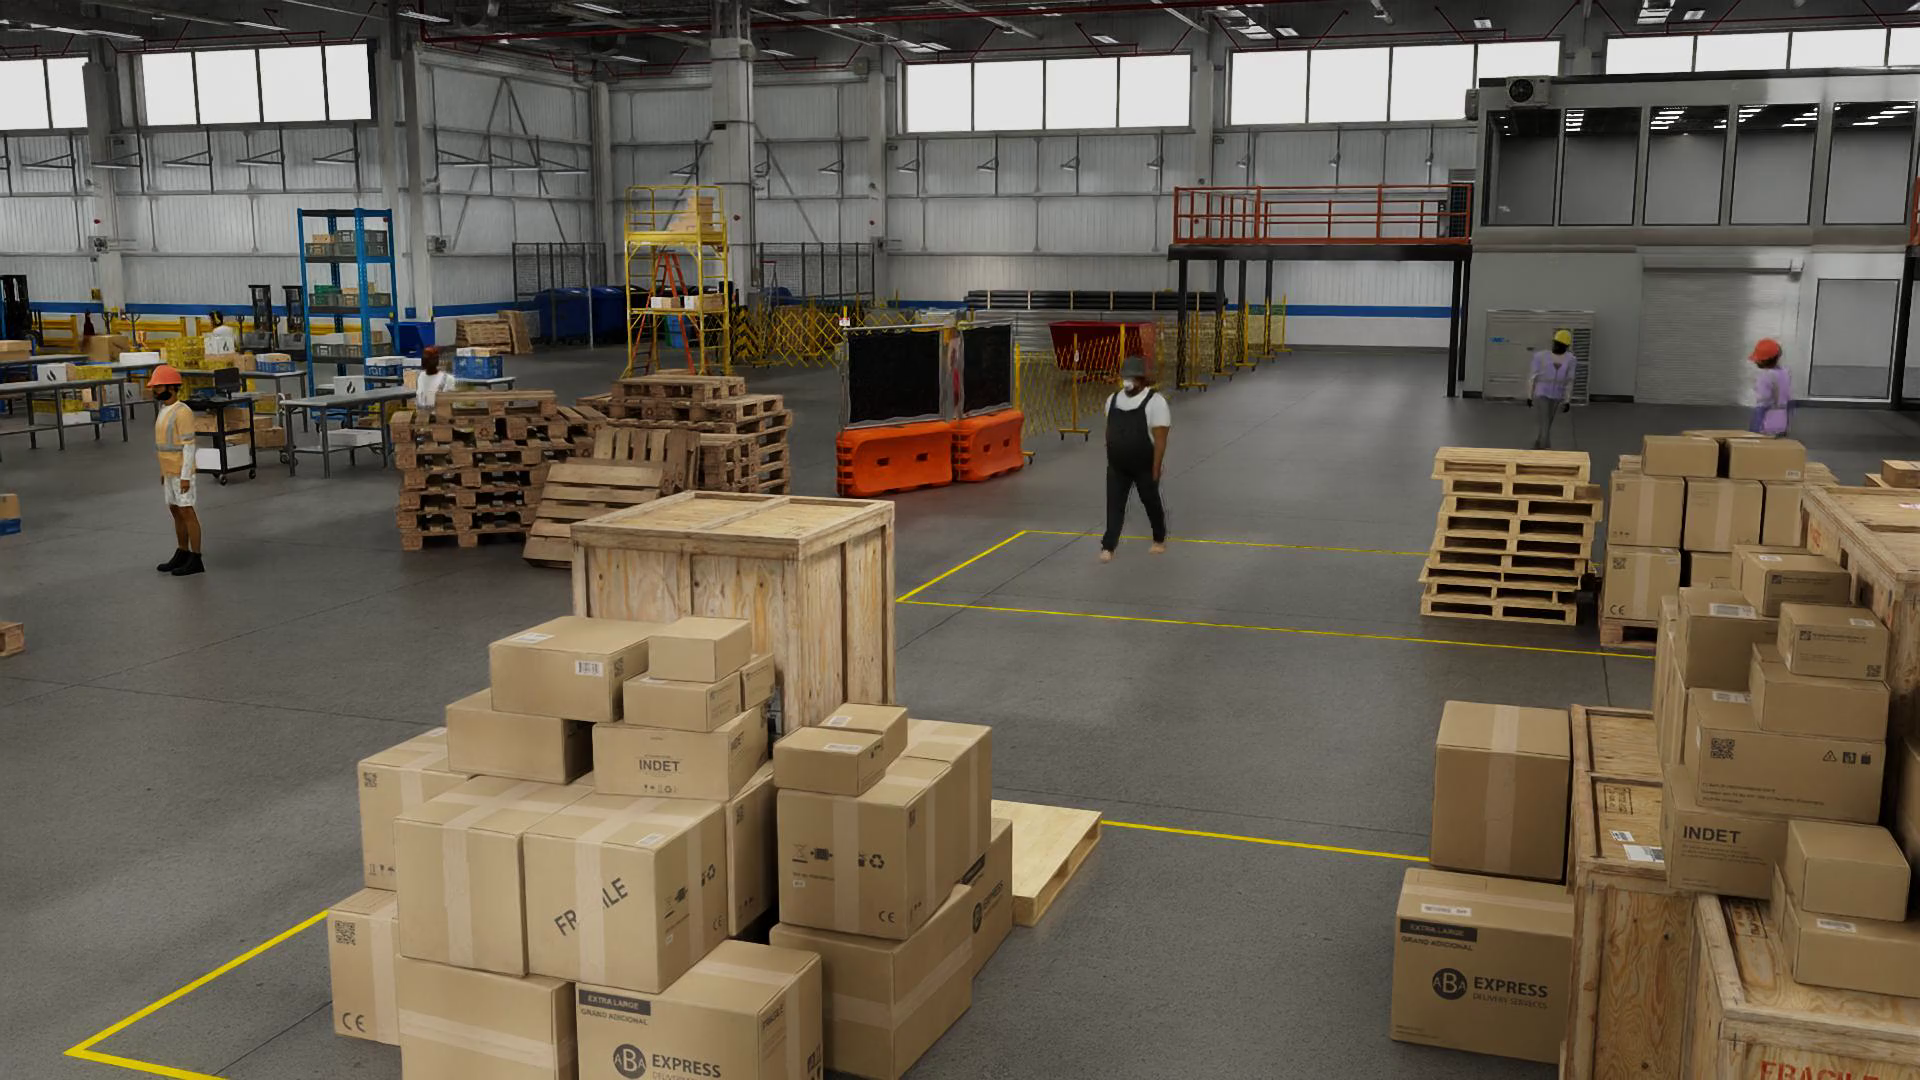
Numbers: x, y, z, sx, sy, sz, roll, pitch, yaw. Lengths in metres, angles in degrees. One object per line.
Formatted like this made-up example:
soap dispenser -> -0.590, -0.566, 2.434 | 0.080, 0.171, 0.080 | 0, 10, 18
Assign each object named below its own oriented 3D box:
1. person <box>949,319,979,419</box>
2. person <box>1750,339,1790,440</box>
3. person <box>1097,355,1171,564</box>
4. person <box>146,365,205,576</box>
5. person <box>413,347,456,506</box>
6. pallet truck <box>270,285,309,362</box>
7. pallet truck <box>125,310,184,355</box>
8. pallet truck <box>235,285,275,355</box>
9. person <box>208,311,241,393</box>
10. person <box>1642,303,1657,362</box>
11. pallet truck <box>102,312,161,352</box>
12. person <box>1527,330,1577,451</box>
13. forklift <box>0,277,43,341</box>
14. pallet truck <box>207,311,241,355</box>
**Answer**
person -> 0.065, -2.939, 28.823 | 0.525, 1.754, 0.380 | 0, 10, 1
person -> 9.085, -1.250, 18.641 | 0.787, 2.005, 0.368 | -9, 13, -40
person -> 1.709, -0.825, 16.088 | 0.703, 2.000, 1.011 | 7, 12, 33
person -> -7.238, -0.640, 15.330 | 0.543, 1.939, 0.360 | 9, 14, 43
person -> -6.099, -1.288, 19.179 | 0.603, 1.857, 0.737 | 4, 11, 20
pallet truck -> -17.147, -5.700, 43.663 | 0.823, 1.965, 1.885 | 3, 11, 17
pallet truck -> -22.038, -5.665, 45.457 | 0.704, 1.261, 1.522 | 3, 11, 17
pallet truck -> -18.327, -5.835, 44.421 | 0.823, 1.965, 1.885 | 4, 11, 23
person -> -13.554, -3.311, 30.666 | 0.379, 1.835, 0.579 | 2, 10, 12
person -> 17.455, -5.378, 42.084 | 0.643, 1.905, 0.399 | -4, 11, -21
pallet truck -> -23.057, -5.777, 46.261 | 0.680, 1.201, 1.601 | 3, 11, 19
person -> 8.287, -2.006, 23.238 | 0.590, 1.857, 0.910 | -1, 10, -3
forklift -> -27.151, -6.329, 46.328 | 1.157, 1.987, 2.680 | 3, 11, 17
pallet truck -> -19.537, -5.575, 44.913 | 0.653, 1.274, 1.630 | 3, 11, 19
